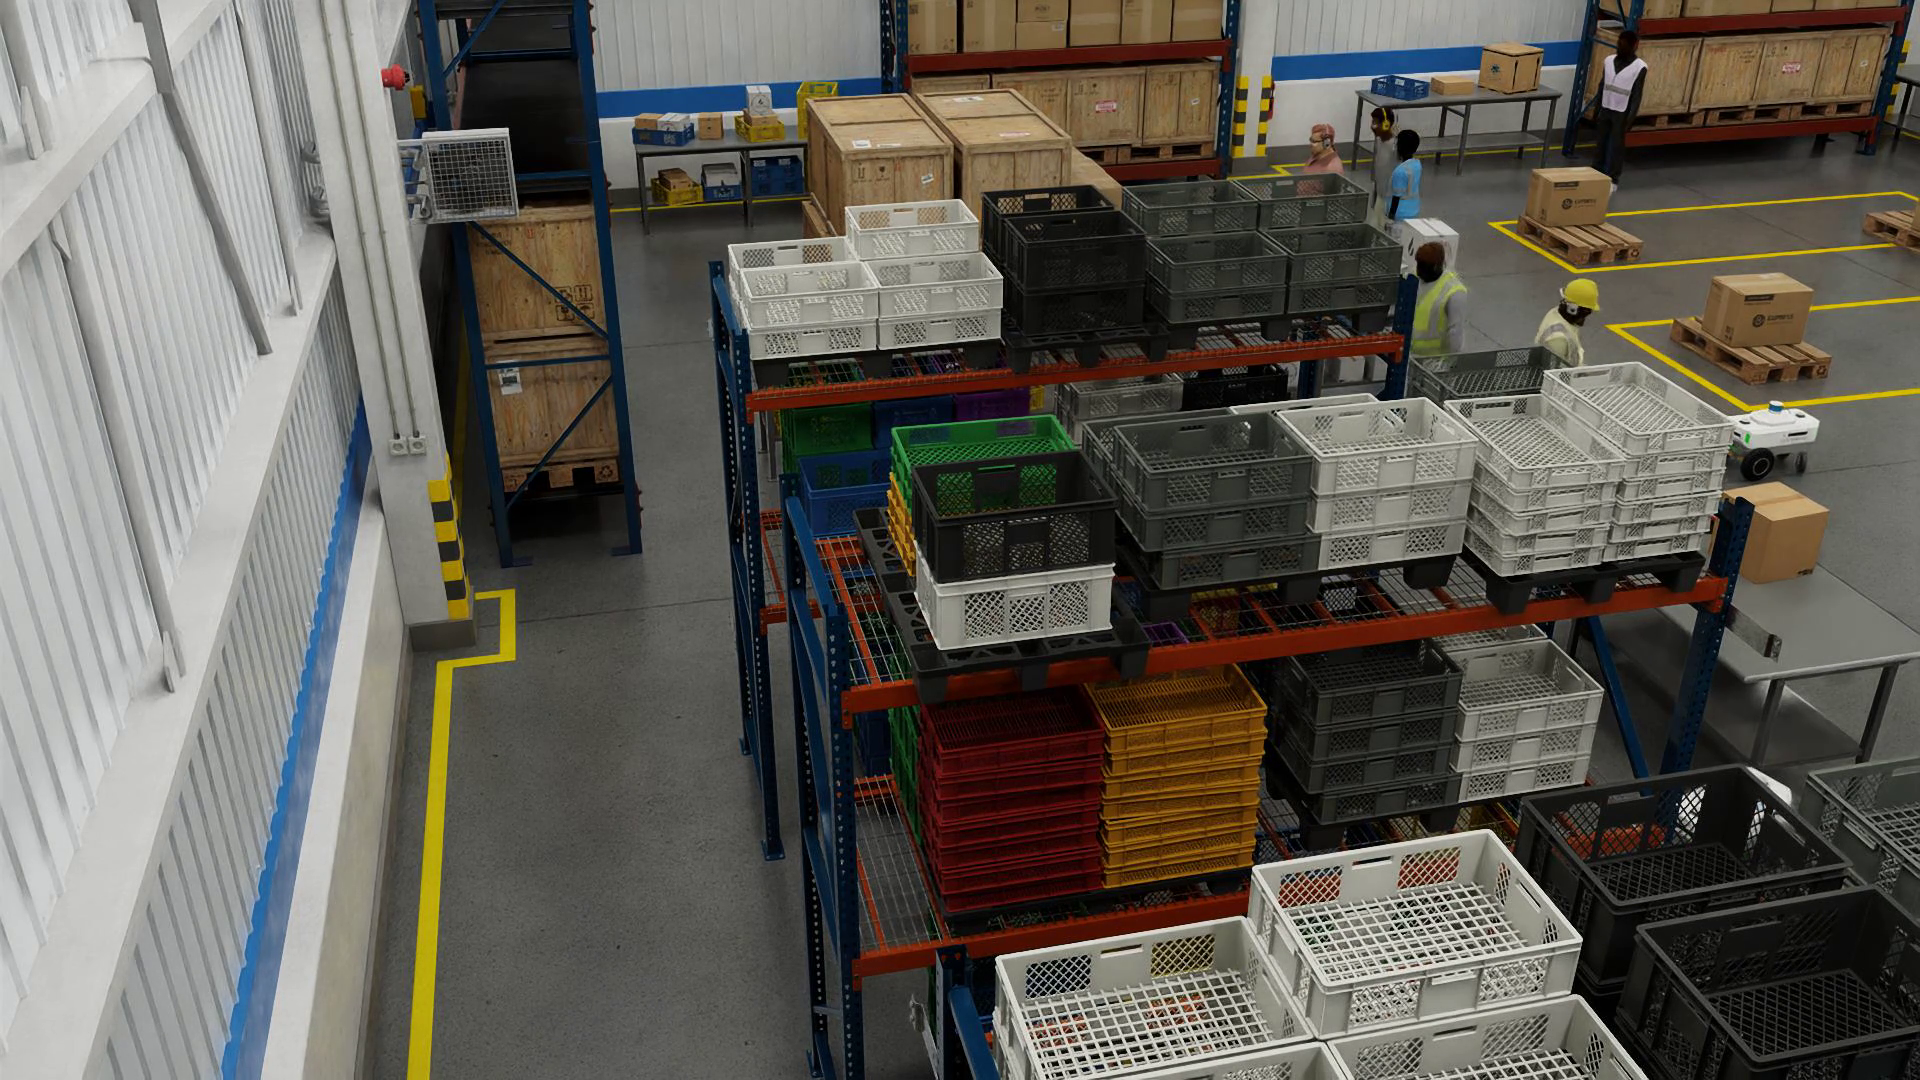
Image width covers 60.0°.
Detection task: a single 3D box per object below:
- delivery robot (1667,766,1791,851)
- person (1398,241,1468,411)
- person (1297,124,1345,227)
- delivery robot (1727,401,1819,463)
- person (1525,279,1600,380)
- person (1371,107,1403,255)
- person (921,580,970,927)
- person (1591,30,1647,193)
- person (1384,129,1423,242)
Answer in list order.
[{"bbox_3d":[4.082,1.452,8.863,0.707,0.478,0.477,-16,32,-28],"label":"delivery robot"},{"bbox_3d":[3.790,-1.545,13.322,0.624,1.813,0.636,-17,32,-29],"label":"person"},{"bbox_3d":[3.432,-3.087,16.134,0.411,1.908,0.643,-4,28,-8],"label":"person"},{"bbox_3d":[6.464,-0.873,13.275,0.707,0.478,0.477,-7,29,-14],"label":"delivery robot"},{"bbox_3d":[4.416,-1.137,12.548,0.547,1.804,0.781,9,29,16],"label":"person"},{"bbox_3d":[4.415,-3.485,16.963,0.588,1.836,0.549,-6,28,-11],"label":"person"},{"bbox_3d":[0.006,1.045,8.260,0.354,1.937,0.635,-7,29,-13],"label":"person"},{"bbox_3d":[7.929,-5.182,20.095,0.372,1.916,0.596,-17,32,-29],"label":"person"},{"bbox_3d":[4.438,-3.273,16.718,0.320,1.690,0.536,16,32,27],"label":"person"}]
